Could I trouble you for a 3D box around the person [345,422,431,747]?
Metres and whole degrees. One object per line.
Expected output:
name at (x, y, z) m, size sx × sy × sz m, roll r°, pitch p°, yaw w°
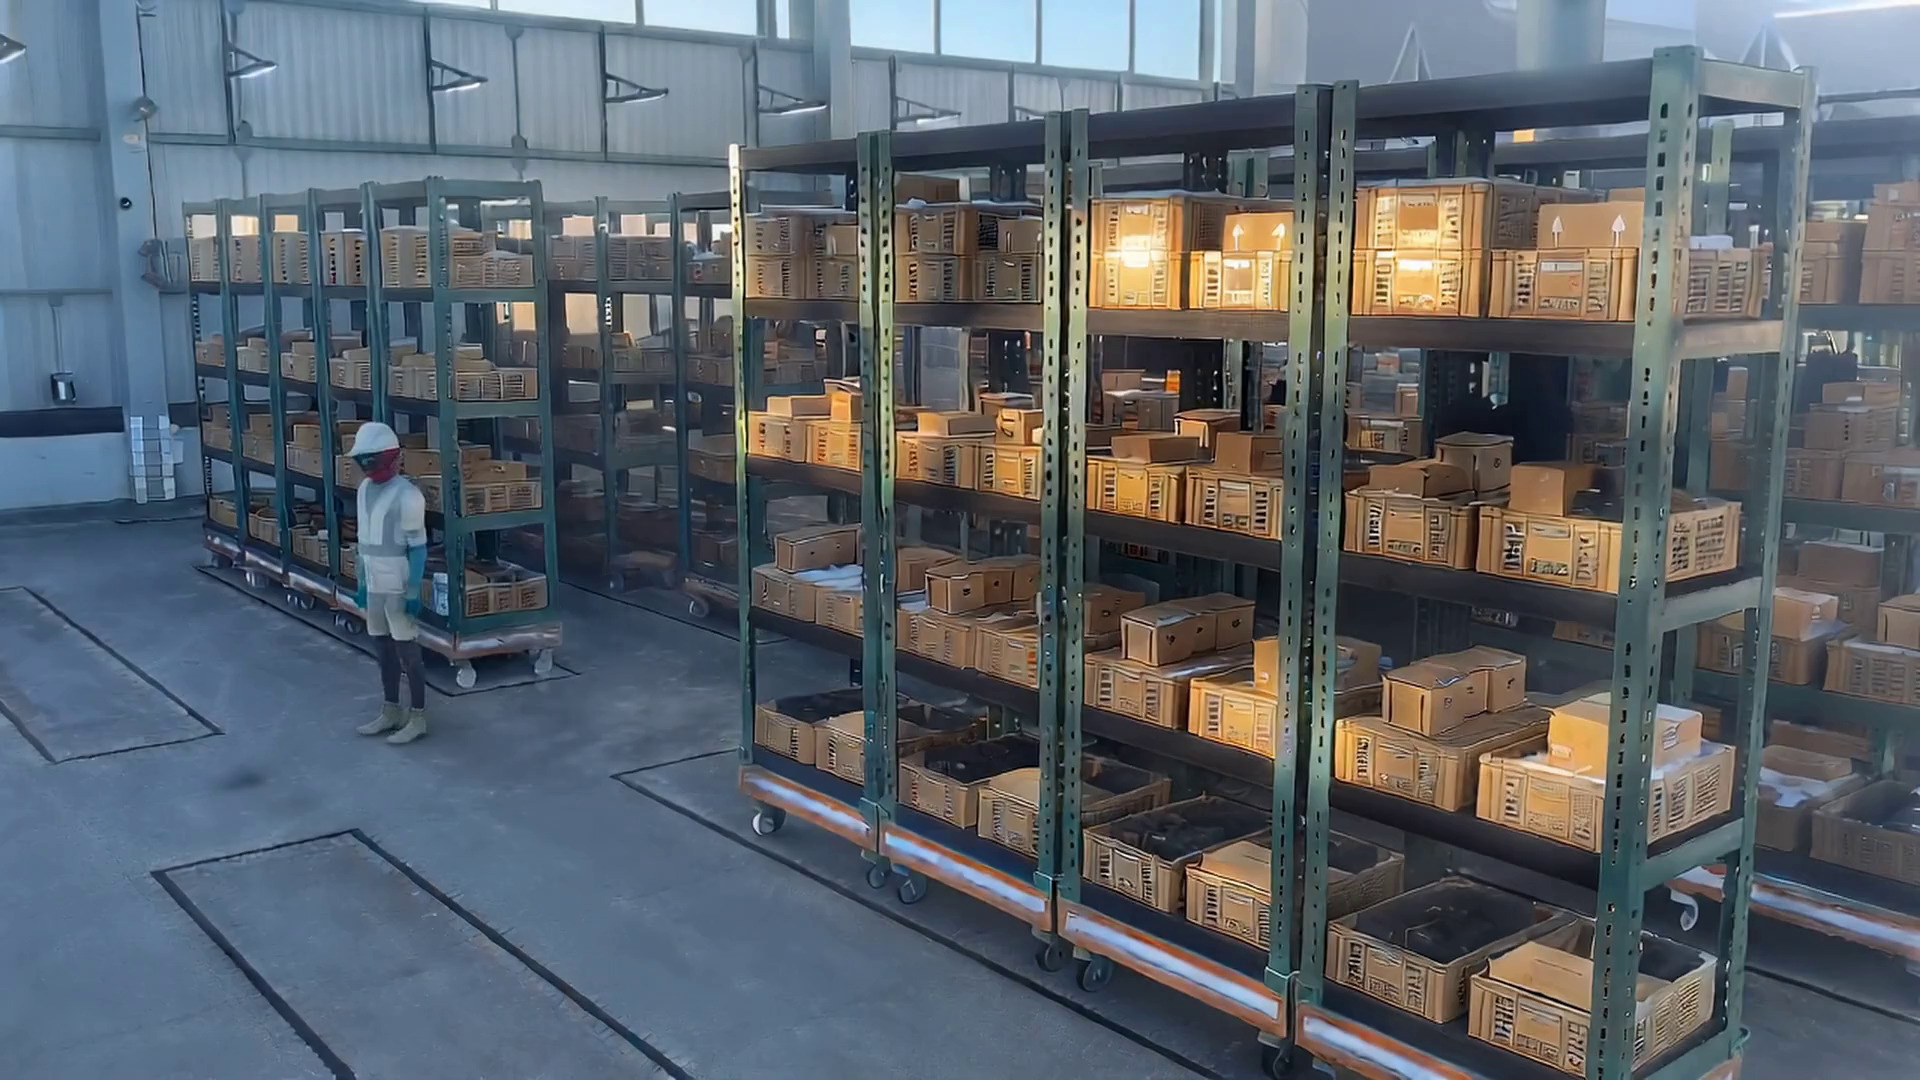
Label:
person at (-3.603, 0.278, 10.426) m, size 0.615 × 2.040 × 0.391 m, roll 7°, pitch 12°, yaw 36°
